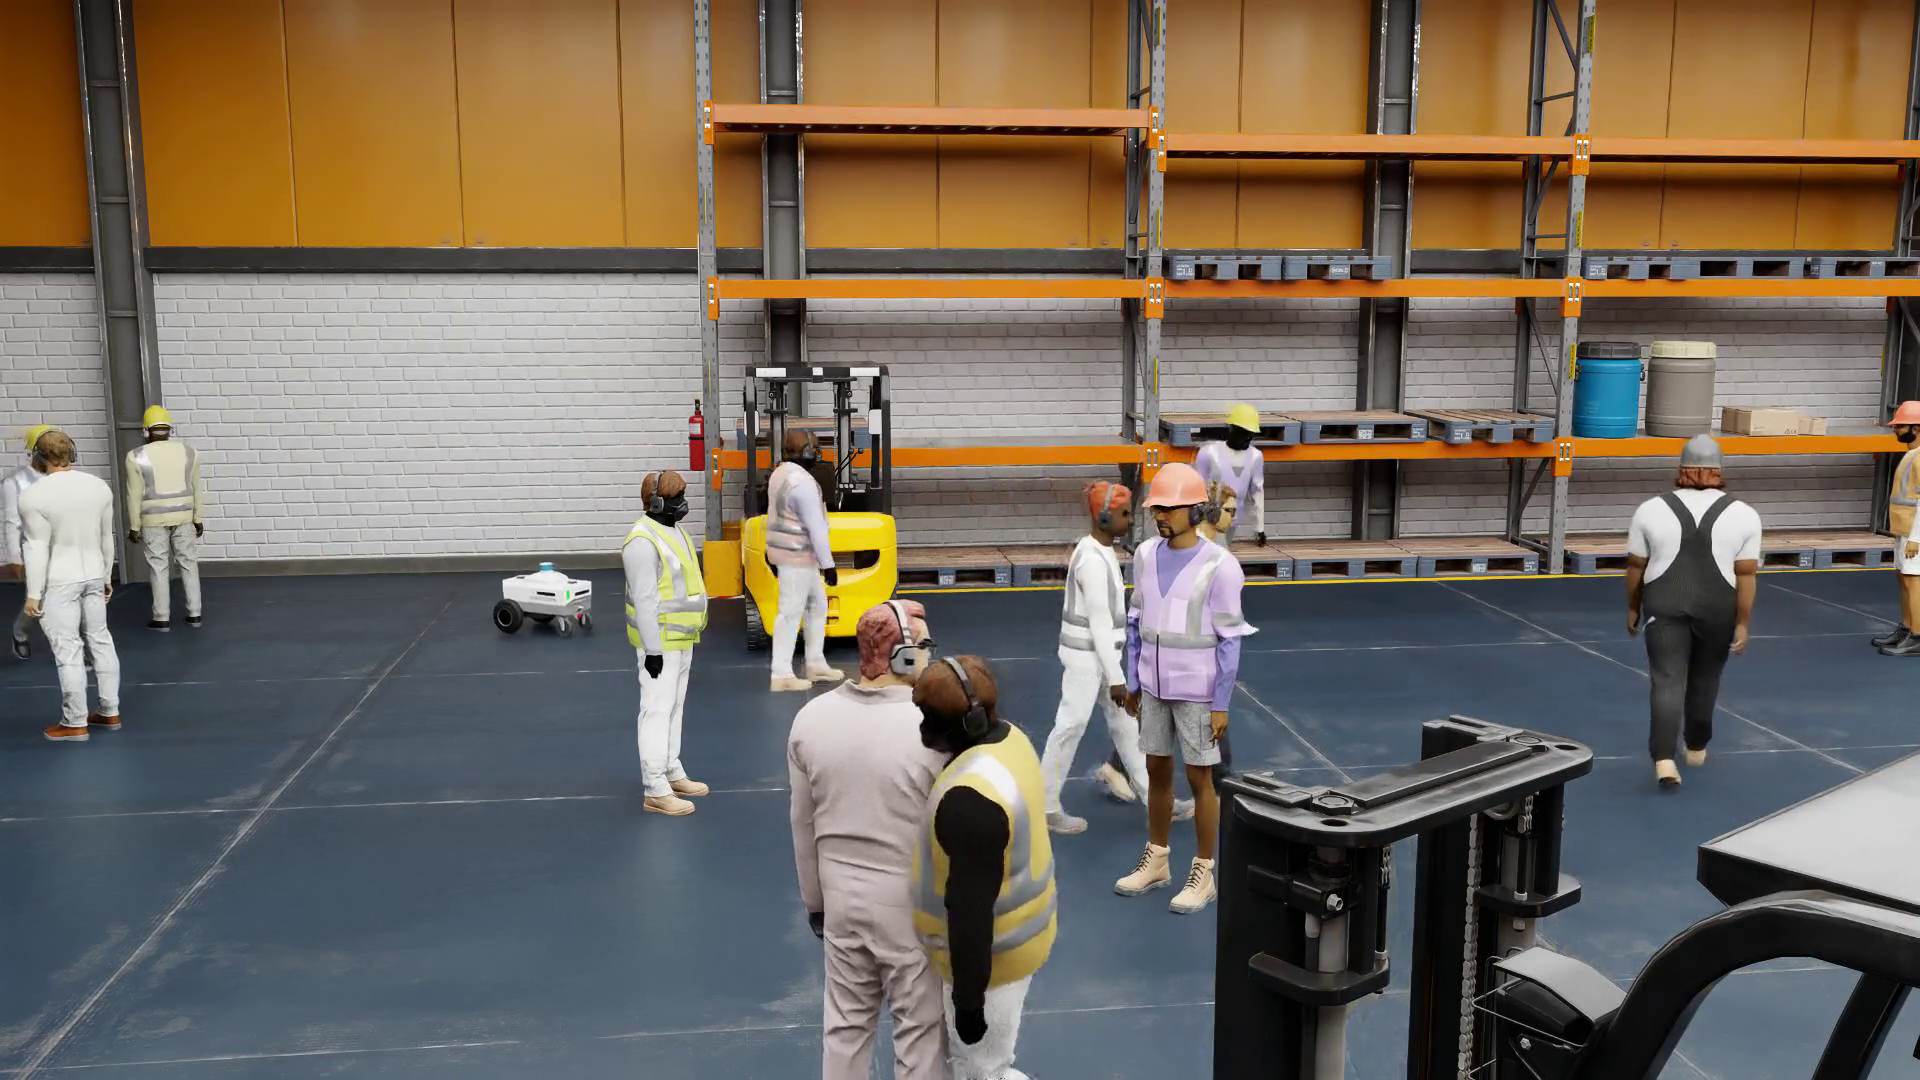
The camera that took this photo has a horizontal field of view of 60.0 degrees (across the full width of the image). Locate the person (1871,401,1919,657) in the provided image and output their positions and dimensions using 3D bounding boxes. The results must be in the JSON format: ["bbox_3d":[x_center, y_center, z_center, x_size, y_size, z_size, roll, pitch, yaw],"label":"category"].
[{"bbox_3d":[7.149,-0.083,12.565,0.373,1.934,0.551,3,10,20],"label":"person"}]

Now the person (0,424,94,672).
[{"bbox_3d":[-6.634,0.058,12.077,0.612,1.816,0.598,5,10,30],"label":"person"}]

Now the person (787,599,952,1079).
[{"bbox_3d":[-0.207,1.124,5.134,0.642,1.905,0.399,5,11,30],"label":"person"}]

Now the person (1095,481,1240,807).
[{"bbox_3d":[1.182,0.569,8.978,0.910,1.799,0.514,1,9,7],"label":"person"}]

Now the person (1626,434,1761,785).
[{"bbox_3d":[4.153,0.360,9.473,0.683,2.000,1.023,4,10,24],"label":"person"}]

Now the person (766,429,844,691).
[{"bbox_3d":[-1.039,0.143,11.556,0.710,1.807,0.679,-3,10,-17],"label":"person"}]

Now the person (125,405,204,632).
[{"bbox_3d":[-6.425,-0.173,13.450,0.404,1.829,0.600,9,12,43],"label":"person"}]

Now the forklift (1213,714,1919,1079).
[{"bbox_3d":[1.441,1.425,2.350,1.214,2.155,2.313,-7,12,-39],"label":"forklift"}]

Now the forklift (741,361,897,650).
[{"bbox_3d":[-1.154,-0.340,13.365,1.214,2.155,2.313,-1,9,-7],"label":"forklift"}]

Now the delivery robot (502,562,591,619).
[{"bbox_3d":[-3.326,0.425,13.401,0.707,0.478,0.477,4,10,25],"label":"delivery robot"}]

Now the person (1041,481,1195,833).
[{"bbox_3d":[0.791,0.623,8.446,0.953,1.836,0.607,2,9,12],"label":"person"}]

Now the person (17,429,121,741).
[{"bbox_3d":[-5.515,0.279,10.308,0.366,1.935,0.630,4,10,21],"label":"person"}]

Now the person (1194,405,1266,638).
[{"bbox_3d":[2.135,-0.155,13.280,0.596,1.845,0.995,-5,10,-29],"label":"person"}]

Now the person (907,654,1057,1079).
[{"bbox_3d":[0.153,1.211,4.921,0.731,1.809,0.705,2,9,12],"label":"person"}]

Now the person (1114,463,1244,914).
[{"bbox_3d":[0.982,0.665,7.562,0.377,2.043,0.608,-9,13,-44],"label":"person"}]

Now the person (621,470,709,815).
[{"bbox_3d":[-1.572,0.539,8.976,0.429,1.844,0.625,1,9,7],"label":"person"}]
